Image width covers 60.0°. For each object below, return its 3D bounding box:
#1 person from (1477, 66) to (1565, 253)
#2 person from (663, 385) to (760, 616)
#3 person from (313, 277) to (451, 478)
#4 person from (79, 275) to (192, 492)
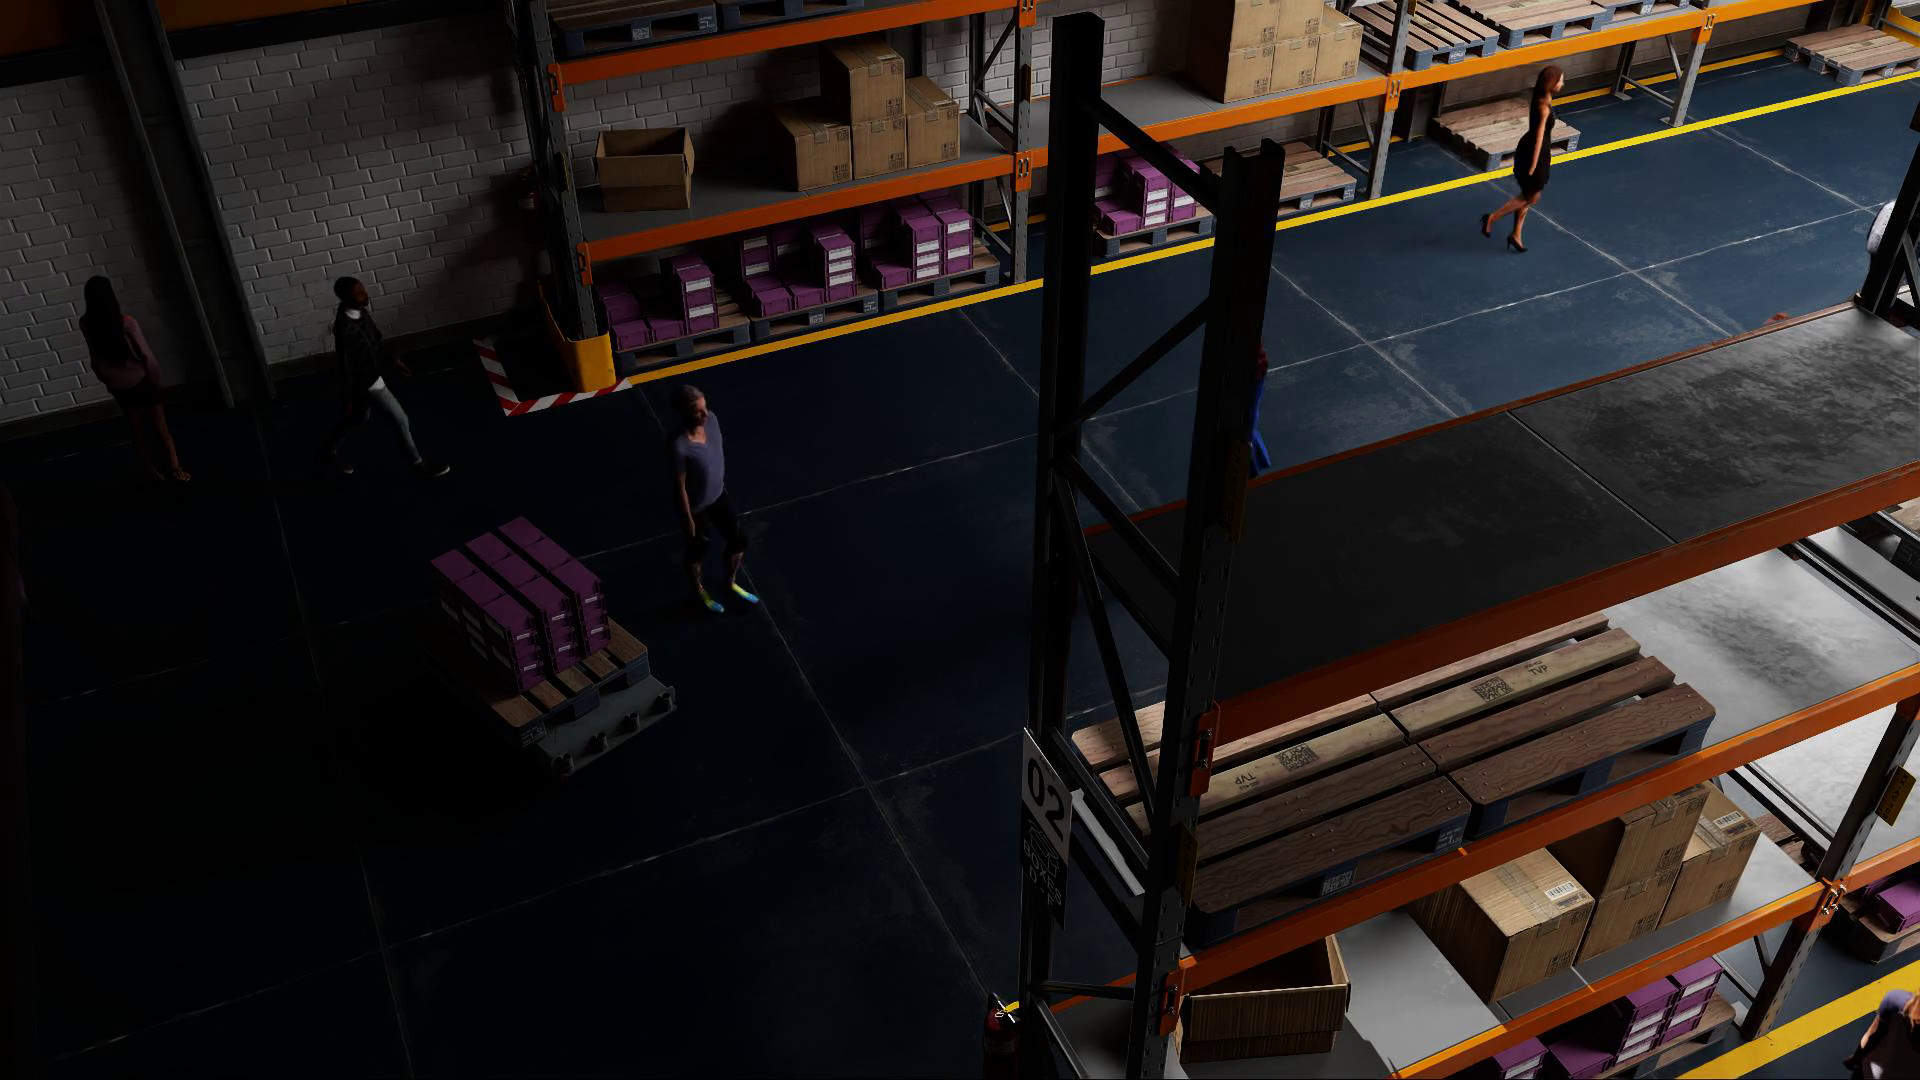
[{"bbox_3d":[5.183,-3.499,15.366,0.882,1.826,0.790,6,39,7],"label":"person"},{"bbox_3d":[-1.825,-0.286,11.309,0.915,1.868,0.837,21,43,24],"label":"person"},{"bbox_3d":[-4.582,-1.185,12.505,1.310,1.779,0.864,-7,39,-9],"label":"person"},{"bbox_3d":[-6.191,-1.159,12.448,0.623,1.810,0.754,0,39,0],"label":"person"}]
